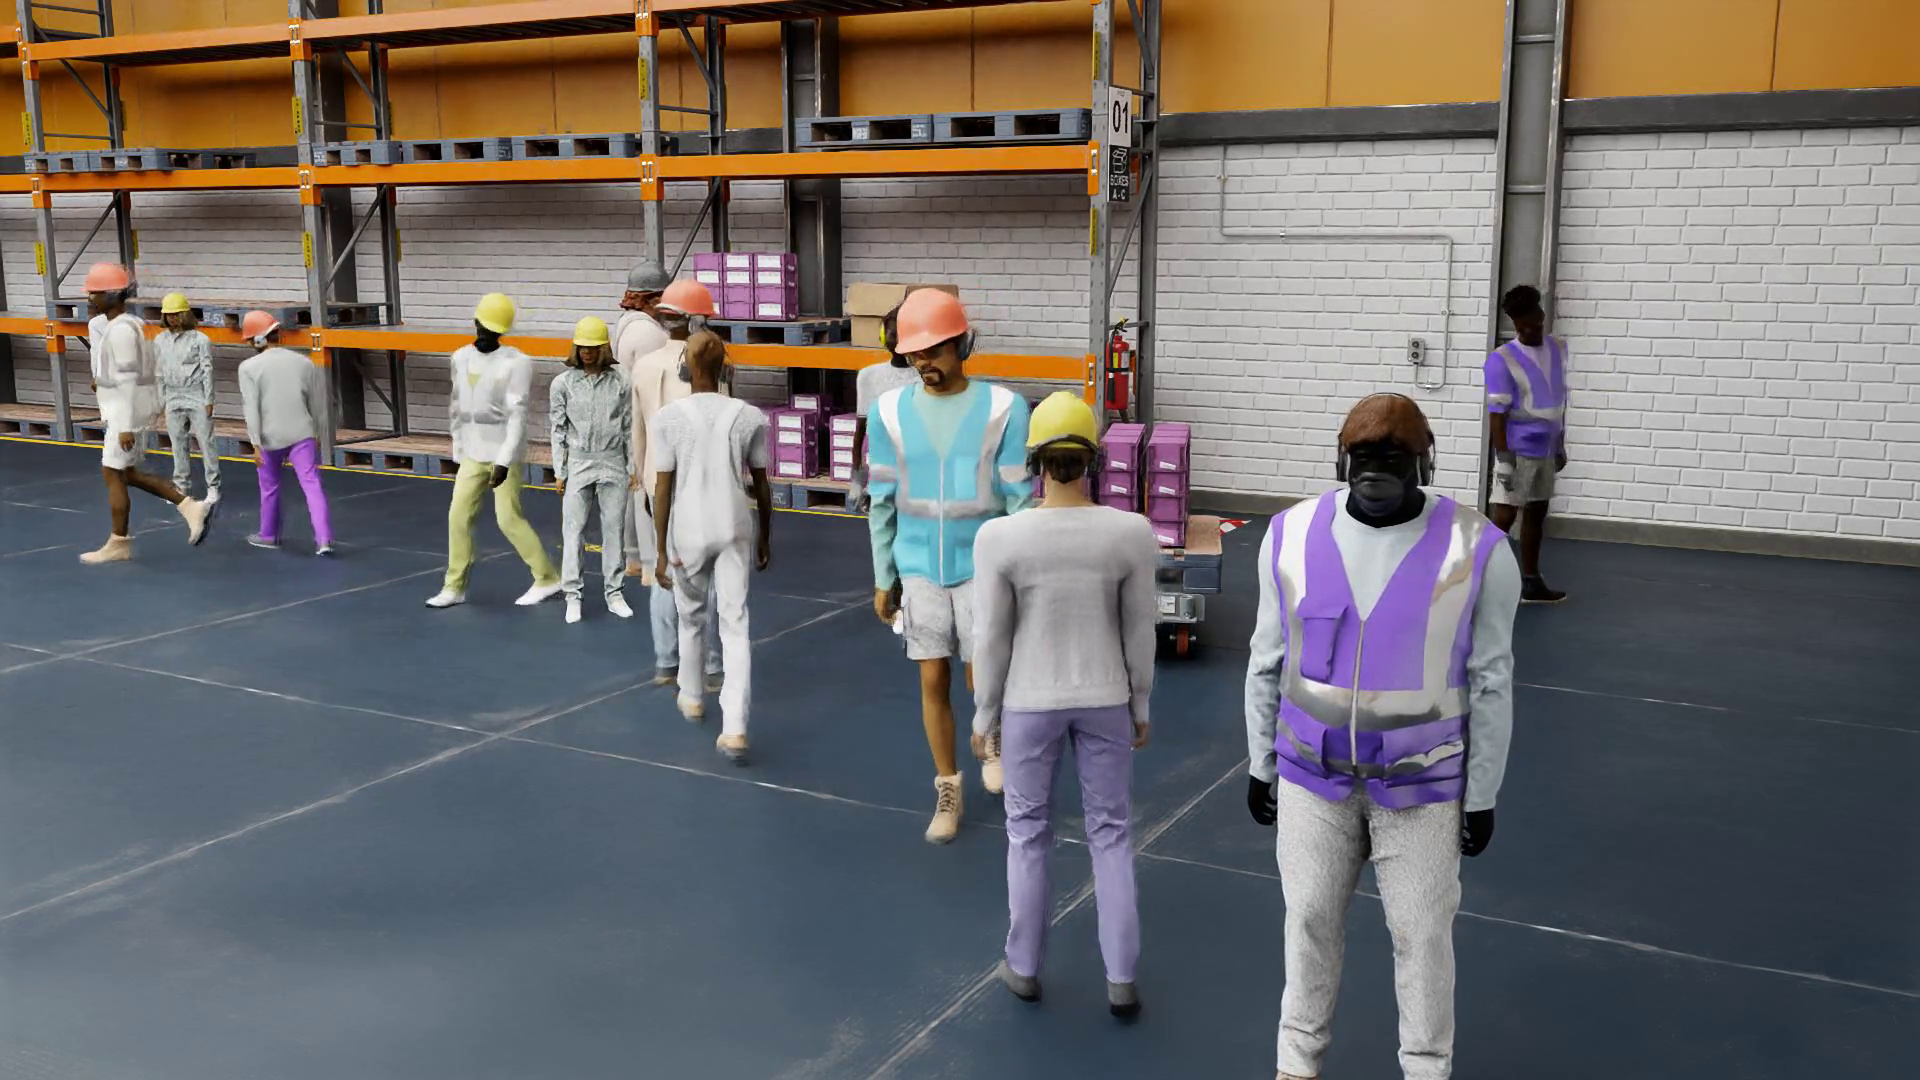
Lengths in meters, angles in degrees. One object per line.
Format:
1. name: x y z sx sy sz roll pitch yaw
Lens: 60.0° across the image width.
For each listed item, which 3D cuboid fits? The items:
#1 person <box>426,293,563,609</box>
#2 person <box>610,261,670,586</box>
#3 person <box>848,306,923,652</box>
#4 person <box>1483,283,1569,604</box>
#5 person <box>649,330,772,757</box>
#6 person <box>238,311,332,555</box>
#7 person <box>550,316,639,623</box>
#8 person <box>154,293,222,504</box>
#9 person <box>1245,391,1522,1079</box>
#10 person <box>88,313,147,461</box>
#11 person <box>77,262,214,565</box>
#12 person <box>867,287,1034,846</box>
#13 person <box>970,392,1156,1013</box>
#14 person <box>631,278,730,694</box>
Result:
1. person: -2.771 -0.517 9.804 0.631 1.869 0.636 6 12 28
2. person: -1.934 -0.745 10.557 0.535 2.000 0.684 -5 11 -25
3. person: -0.325 -0.327 8.867 0.546 1.814 0.978 0 10 1
4. person: 3.350 -0.533 9.737 0.735 1.926 0.370 -6 12 -31
5. person: -1.070 -0.004 7.191 0.529 1.791 0.990 -3 11 -17
6. person: -4.662 -0.734 11.475 0.936 1.686 0.574 10 14 44
7. person: -2.074 -0.400 9.484 0.492 1.740 0.319 -5 12 -26
8. person: -6.341 -1.148 13.618 0.484 1.736 0.343 1 10 5
9. person: 0.980 0.560 3.978 0.629 1.835 0.429 5 12 26
10. person: -8.211 -1.634 16.202 0.323 1.754 0.573 5 12 27
11. person: -5.536 -0.846 11.165 0.777 2.024 0.621 -5 11 -24
12. person: -0.025 0.088 6.092 0.614 2.016 0.604 2 11 11
13. person: 0.301 0.488 4.663 0.536 1.781 0.526 -1 10 -7
14. person: -1.304 -0.260 8.038 0.621 1.991 0.401 7 13 34
